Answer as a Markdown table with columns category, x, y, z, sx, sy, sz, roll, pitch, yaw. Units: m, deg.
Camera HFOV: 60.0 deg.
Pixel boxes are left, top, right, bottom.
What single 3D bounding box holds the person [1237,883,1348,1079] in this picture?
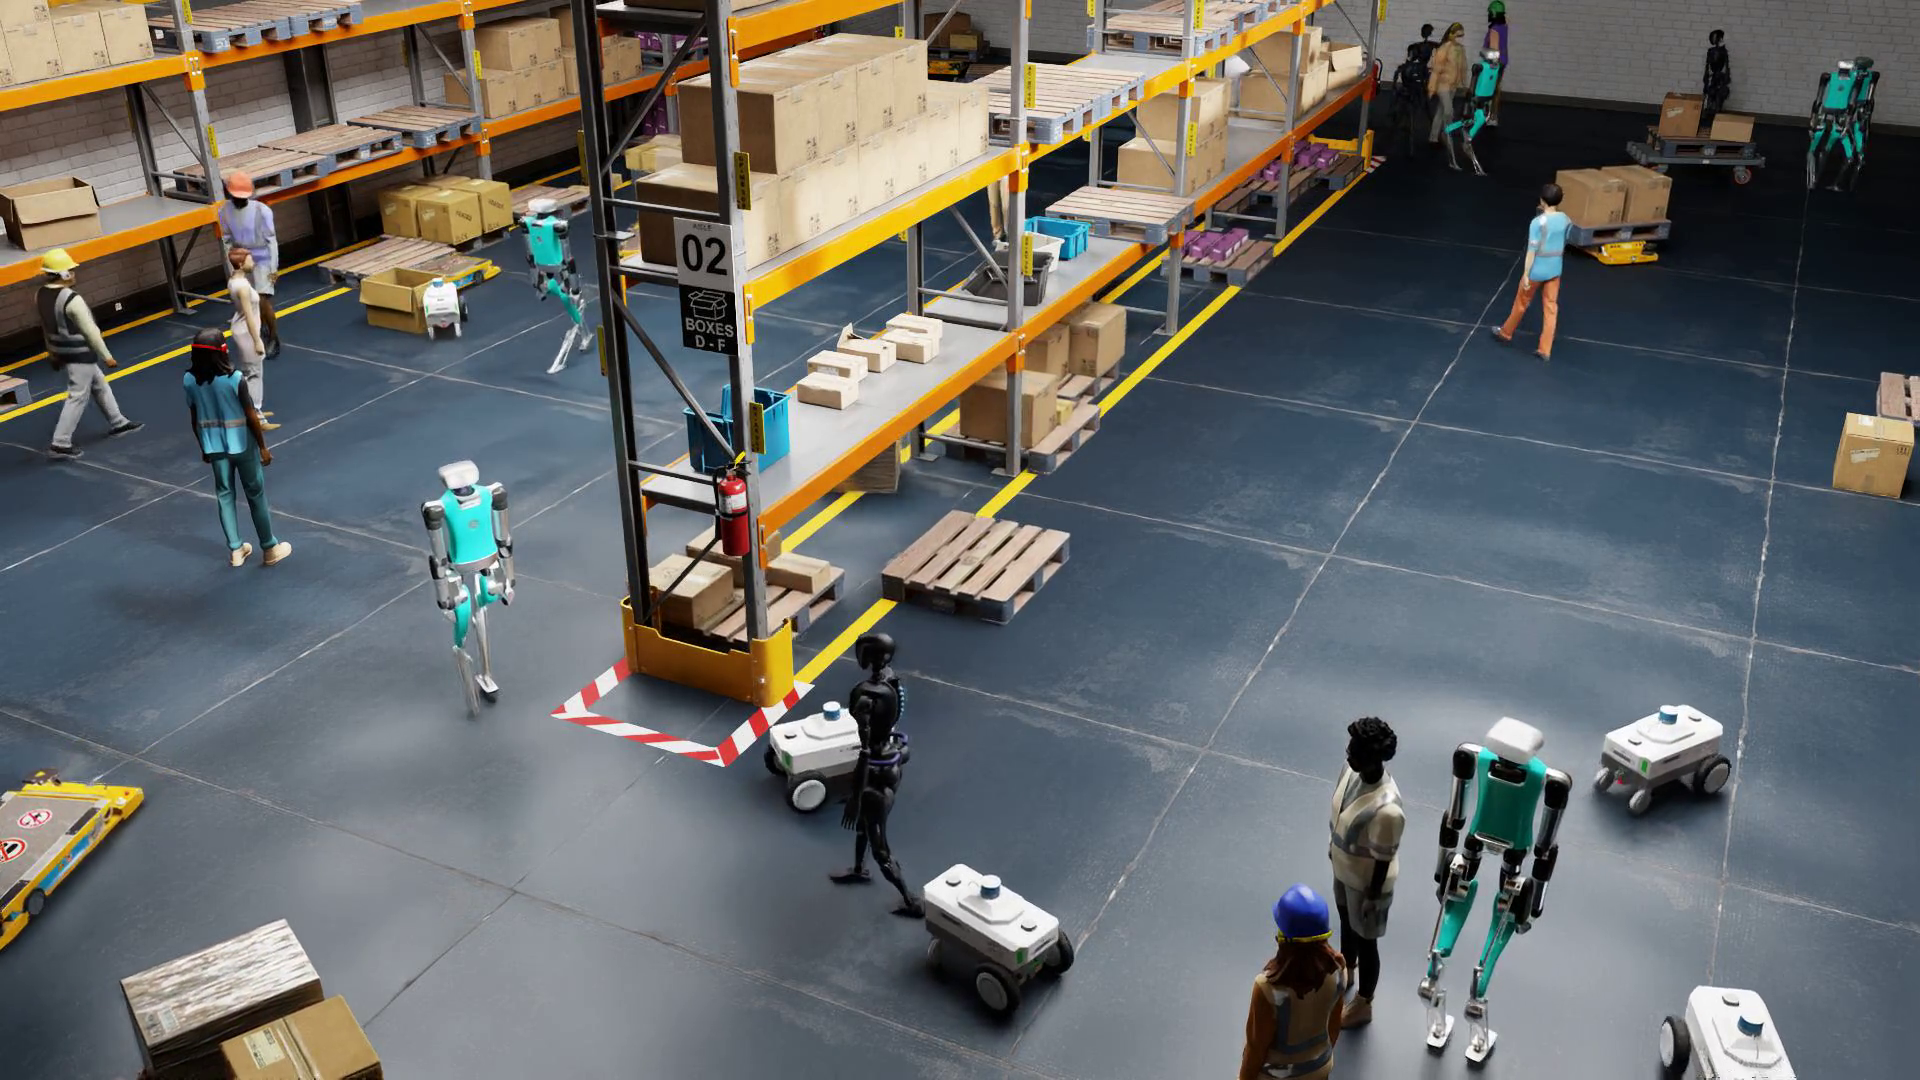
| category | x | y | z | sx | sy | sz | roll | pitch | yaw |
| --- | --- | --- | --- | --- | --- | --- | --- | --- | --- |
| person | 1.323 | 2.142 | 6.750 | 0.462 | 1.778 | 0.308 | -12 | 29 | -23 |

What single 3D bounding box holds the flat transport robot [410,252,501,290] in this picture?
| category | x | y | z | sx | sy | sz | roll | pitch | yaw |
| --- | --- | --- | --- | --- | --- | --- | --- | --- | --- |
| flat transport robot | -5.869 | -2.925 | 18.687 | 0.659 | 0.231 | 1.431 | 10 | 28 | 19 |

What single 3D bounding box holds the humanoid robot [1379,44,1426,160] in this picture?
| category | x | y | z | sx | sy | sz | roll | pitch | yaw |
| --- | --- | --- | --- | --- | --- | --- | --- | --- | --- |
| humanoid robot | 6.445 | -6.368 | 24.110 | 0.591 | 1.633 | 0.738 | -10 | 28 | -20 |

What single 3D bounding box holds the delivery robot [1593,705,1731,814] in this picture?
| category | x | y | z | sx | sy | sz | roll | pitch | yaw |
| --- | --- | --- | --- | --- | --- | --- | --- | --- | --- |
| delivery robot | 4.165 | 1.260 | 9.898 | 0.758 | 0.583 | 0.499 | -14 | 30 | -26 |

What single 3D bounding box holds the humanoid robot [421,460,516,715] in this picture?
| category | x | y | z | sx | sy | sz | roll | pitch | yaw |
| --- | --- | --- | --- | --- | --- | --- | --- | --- | --- |
| humanoid robot | -3.164 | 0.280 | 10.623 | 0.540 | 1.836 | 0.743 | -18 | 32 | -33 |

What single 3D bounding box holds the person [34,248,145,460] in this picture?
| category | x | y | z | sx | sy | sz | roll | pitch | yaw |
| --- | --- | --- | --- | --- | --- | --- | --- | --- | --- |
| person | -7.642 | -1.614 | 14.328 | 0.596 | 1.789 | 0.922 | 19 | 32 | 33 |

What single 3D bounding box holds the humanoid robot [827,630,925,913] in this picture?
| category | x | y | z | sx | sy | sz | roll | pitch | yaw |
| --- | --- | --- | --- | --- | --- | --- | --- | --- | --- |
| humanoid robot | -0.451 | 1.230 | 8.743 | 0.601 | 1.656 | 0.604 | 6 | 27 | 11 |

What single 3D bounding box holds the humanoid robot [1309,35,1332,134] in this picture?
| category | x | y | z | sx | sy | sz | roll | pitch | yaw |
| --- | --- | --- | --- | --- | --- | --- | --- | --- | --- |
| humanoid robot | 5.254 | -6.633 | 24.598 | 0.355 | 1.644 | 0.611 | 9 | 28 | 17 |

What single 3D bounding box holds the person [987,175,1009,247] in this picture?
| category | x | y | z | sx | sy | sz | roll | pitch | yaw |
| --- | --- | --- | --- | --- | --- | --- | --- | --- | --- |
| person | 0.472 | -4.376 | 19.952 | 0.580 | 1.736 | 0.402 | 6 | 27 | 12 |

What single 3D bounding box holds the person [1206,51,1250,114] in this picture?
| category | x | y | z | sx | sy | sz | roll | pitch | yaw |
| --- | --- | --- | --- | --- | --- | --- | --- | --- | --- |
| person | 3.711 | -6.101 | 23.296 | 0.640 | 1.876 | 0.896 | 9 | 28 | 18 |

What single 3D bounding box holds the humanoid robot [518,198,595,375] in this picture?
| category | x | y | z | sx | sy | sz | roll | pitch | yaw |
| --- | --- | --- | --- | --- | --- | --- | --- | --- | --- |
| humanoid robot | -3.827 | -2.569 | 16.376 | 0.530 | 1.773 | 1.015 | 10 | 28 | 20 |

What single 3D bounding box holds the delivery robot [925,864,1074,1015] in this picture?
| category | x | y | z | sx | sy | sz | roll | pitch | yaw |
| --- | --- | --- | --- | --- | --- | --- | --- | --- | --- |
| delivery robot | 0.164 | 1.986 | 8.440 | 0.763 | 0.591 | 0.522 | 23 | 34 | 38 |

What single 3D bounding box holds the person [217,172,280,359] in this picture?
| category | x | y | z | sx | sy | sz | roll | pitch | yaw |
| --- | --- | --- | --- | --- | --- | --- | --- | --- | --- |
| person | -6.994 | -2.711 | 16.440 | 0.553 | 1.894 | 0.630 | 5 | 27 | 9 |

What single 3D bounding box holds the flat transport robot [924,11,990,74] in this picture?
| category | x | y | z | sx | sy | sz | roll | pitch | yaw |
| --- | --- | --- | --- | --- | --- | --- | --- | --- | --- |
| flat transport robot | -0.167 | -8.746 | 30.444 | 0.659 | 0.231 | 1.431 | 7 | 27 | 13 |

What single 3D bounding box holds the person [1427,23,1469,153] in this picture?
| category | x | y | z | sx | sy | sz | roll | pitch | yaw |
| --- | --- | --- | --- | --- | --- | --- | --- | --- | --- |
| person | 7.222 | -6.627 | 24.380 | 0.694 | 1.839 | 0.792 | -18 | 31 | -32 |

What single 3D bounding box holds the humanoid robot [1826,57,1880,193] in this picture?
| category | x | y | z | sx | sy | sz | roll | pitch | yaw |
| --- | --- | --- | --- | --- | --- | --- | --- | --- | --- |
| humanoid robot | 12.005 | -5.498 | 22.254 | 0.530 | 1.799 | 0.699 | -2 | 26 | -3 |

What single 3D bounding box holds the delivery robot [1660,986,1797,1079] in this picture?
| category | x | y | z | sx | sy | sz | roll | pitch | yaw |
| --- | --- | --- | --- | --- | --- | --- | --- | --- | --- |
| delivery robot | 3.560 | 2.401 | 7.598 | 0.499 | 0.587 | 0.777 | 4 | 27 | 7 |

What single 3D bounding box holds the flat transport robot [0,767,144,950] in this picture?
| category | x | y | z | sx | sy | sz | roll | pitch | yaw |
| --- | --- | --- | --- | --- | --- | --- | --- | --- | --- |
| flat transport robot | -5.235 | 1.761 | 9.221 | 0.659 | 0.231 | 1.431 | 3 | 26 | 6 |

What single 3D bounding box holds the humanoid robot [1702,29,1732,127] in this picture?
| category | x | y | z | sx | sy | sz | roll | pitch | yaw |
| --- | --- | --- | --- | --- | --- | --- | --- | --- | --- |
| humanoid robot | 11.449 | -6.833 | 25.015 | 0.556 | 1.620 | 0.639 | -3 | 26 | -6 |

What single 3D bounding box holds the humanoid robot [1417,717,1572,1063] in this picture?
| category | x | y | z | sx | sy | sz | roll | pitch | yaw |
| --- | --- | --- | --- | --- | --- | --- | --- | --- | --- |
| humanoid robot | 2.377 | 1.684 | 7.646 | 0.530 | 1.729 | 0.687 | 17 | 31 | 30 |

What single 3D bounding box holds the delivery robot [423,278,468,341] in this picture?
| category | x | y | z | sx | sy | sz | roll | pitch | yaw |
| --- | --- | --- | --- | --- | --- | --- | --- | --- | --- |
| delivery robot | -5.418 | -2.443 | 17.373 | 0.499 | 0.579 | 0.766 | -8 | 27 | -16 |

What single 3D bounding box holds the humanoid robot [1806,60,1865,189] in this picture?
| category | x | y | z | sx | sy | sz | roll | pitch | yaw |
| --- | --- | --- | --- | --- | --- | --- | --- | --- | --- |
| humanoid robot | 11.728 | -5.596 | 22.517 | 0.548 | 1.873 | 0.810 | 7 | 27 | 15 |

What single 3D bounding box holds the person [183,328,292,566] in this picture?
| category | x | y | z | sx | sy | sz | roll | pitch | yaw |
| --- | --- | --- | --- | --- | --- | --- | --- | --- | --- |
| person | -5.394 | -0.672 | 12.338 | 0.514 | 1.866 | 0.392 | 1 | 26 | 1 |

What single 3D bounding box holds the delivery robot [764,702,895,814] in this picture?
| category | x | y | z | sx | sy | sz | roll | pitch | yaw |
| --- | --- | --- | --- | --- | --- | --- | --- | --- | --- |
| delivery robot | -0.778 | 1.258 | 9.934 | 0.809 | 0.611 | 0.499 | -10 | 28 | -20 |

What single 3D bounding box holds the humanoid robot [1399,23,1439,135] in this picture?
| category | x | y | z | sx | sy | sz | roll | pitch | yaw |
| --- | --- | --- | --- | --- | --- | --- | --- | --- | --- |
| humanoid robot | 7.089 | -7.050 | 25.465 | 0.609 | 1.633 | 0.699 | -9 | 28 | -17 |

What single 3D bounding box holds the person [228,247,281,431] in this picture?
| category | x | y | z | sx | sy | sz | roll | pitch | yaw |
| --- | --- | --- | --- | --- | --- | --- | --- | --- | --- |
| person | -6.347 | -1.799 | 14.861 | 0.315 | 1.649 | 0.459 | -15 | 30 | -27 |

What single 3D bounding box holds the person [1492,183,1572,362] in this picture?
| category | x | y | z | sx | sy | sz | roll | pitch | yaw |
| --- | --- | --- | --- | --- | --- | --- | --- | --- | --- |
| person | 5.775 | -2.706 | 16.595 | 0.519 | 1.724 | 0.883 | -6 | 27 | -12 |

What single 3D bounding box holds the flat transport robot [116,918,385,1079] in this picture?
| category | x | y | z | sx | sy | sz | roll | pitch | yaw |
| --- | --- | --- | --- | --- | --- | --- | --- | --- | --- |
| flat transport robot | -3.111 | 2.786 | 7.150 | 1.431 | 0.231 | 0.659 | -18 | 32 | -32 |

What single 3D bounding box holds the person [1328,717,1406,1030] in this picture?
| category | x | y | z | sx | sy | sz | roll | pitch | yaw |
| --- | --- | --- | --- | --- | --- | --- | --- | --- | --- |
| person | 1.920 | 1.580 | 7.984 | 0.320 | 1.693 | 0.533 | -4 | 27 | -7 |

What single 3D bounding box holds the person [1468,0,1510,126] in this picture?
| category | x | y | z | sx | sy | sz | roll | pitch | yaw |
| --- | --- | --- | --- | --- | --- | --- | --- | --- | --- |
| person | 8.223 | -7.421 | 25.923 | 0.628 | 1.912 | 0.549 | 16 | 31 | 29 |

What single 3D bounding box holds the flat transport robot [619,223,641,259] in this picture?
| category | x | y | z | sx | sy | sz | roll | pitch | yaw |
| --- | --- | --- | --- | --- | --- | --- | --- | --- | --- |
| flat transport robot | -3.690 | -3.497 | 19.841 | 0.659 | 0.231 | 1.431 | -1 | 26 | -2 |

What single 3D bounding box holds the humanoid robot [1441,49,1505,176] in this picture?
| category | x | y | z | sx | sy | sz | roll | pitch | yaw |
| --- | --- | --- | --- | --- | --- | --- | --- | --- | --- |
| humanoid robot | 7.107 | -5.969 | 23.209 | 0.541 | 1.783 | 0.868 | -13 | 29 | -25 |

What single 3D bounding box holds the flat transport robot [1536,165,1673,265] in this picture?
| category | x | y | z | sx | sy | sz | roll | pitch | yaw |
| --- | --- | --- | --- | --- | --- | --- | --- | --- | --- |
| flat transport robot | 7.730 | -3.629 | 20.109 | 0.659 | 0.231 | 1.431 | -6 | 27 | -12 |
